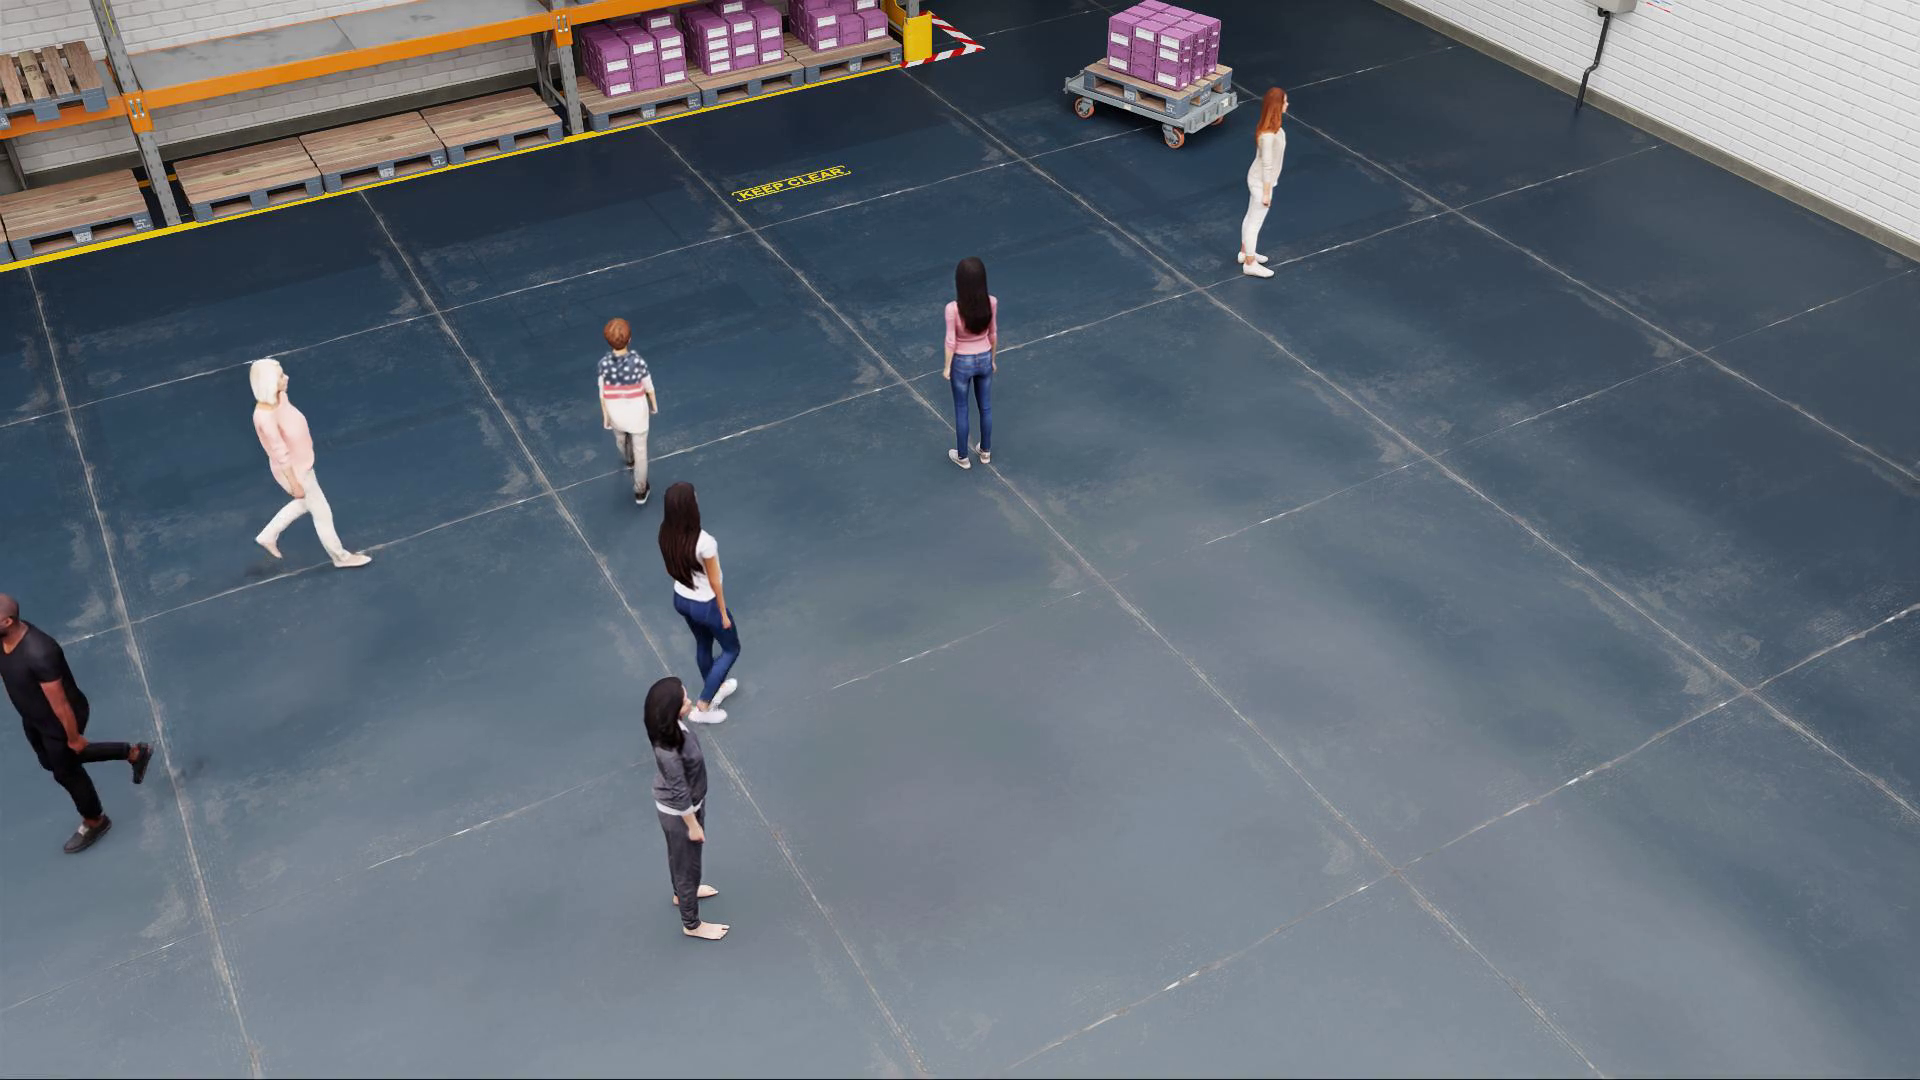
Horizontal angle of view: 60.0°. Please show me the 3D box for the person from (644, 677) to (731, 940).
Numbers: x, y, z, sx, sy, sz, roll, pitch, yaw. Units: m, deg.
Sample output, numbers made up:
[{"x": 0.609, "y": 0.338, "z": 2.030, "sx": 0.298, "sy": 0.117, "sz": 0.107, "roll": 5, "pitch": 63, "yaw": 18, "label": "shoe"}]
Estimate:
[{"x": -1.490, "y": 1.409, "z": 8.830, "sx": 0.597, "sy": 1.765, "sz": 0.648, "roll": -10, "pitch": 40, "yaw": -12, "label": "person"}]

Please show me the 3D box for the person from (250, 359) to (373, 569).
[{"x": -4.563, "y": -0.477, "z": 11.237, "sx": 1.039, "sy": 1.708, "sz": 0.780, "roll": -8, "pitch": 39, "yaw": -10, "label": "person"}]

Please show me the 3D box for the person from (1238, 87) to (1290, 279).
[{"x": 2.645, "y": -3.149, "z": 14.579, "sx": 0.725, "sy": 1.711, "sz": 0.696, "roll": 4, "pitch": 39, "yaw": 5, "label": "person"}]

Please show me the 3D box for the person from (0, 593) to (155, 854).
[{"x": -5.009, "y": 0.961, "z": 9.359, "sx": 0.899, "sy": 1.804, "sz": 1.057, "roll": 24, "pitch": 45, "yaw": 27, "label": "person"}]

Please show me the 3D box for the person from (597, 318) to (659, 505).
[{"x": -2.405, "y": -0.901, "z": 12.010, "sx": 0.913, "sy": 1.406, "sz": 0.846, "roll": -2, "pitch": 39, "yaw": -2, "label": "person"}]

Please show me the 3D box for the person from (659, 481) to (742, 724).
[{"x": -1.604, "y": 0.430, "z": 10.056, "sx": 0.777, "sy": 1.765, "sz": 0.858, "roll": 26, "pitch": 45, "yaw": 29, "label": "person"}]

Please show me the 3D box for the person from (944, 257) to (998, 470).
[{"x": 0.083, "y": -1.303, "z": 12.243, "sx": 0.493, "sy": 1.743, "sz": 0.651, "roll": -14, "pitch": 41, "yaw": -17, "label": "person"}]
